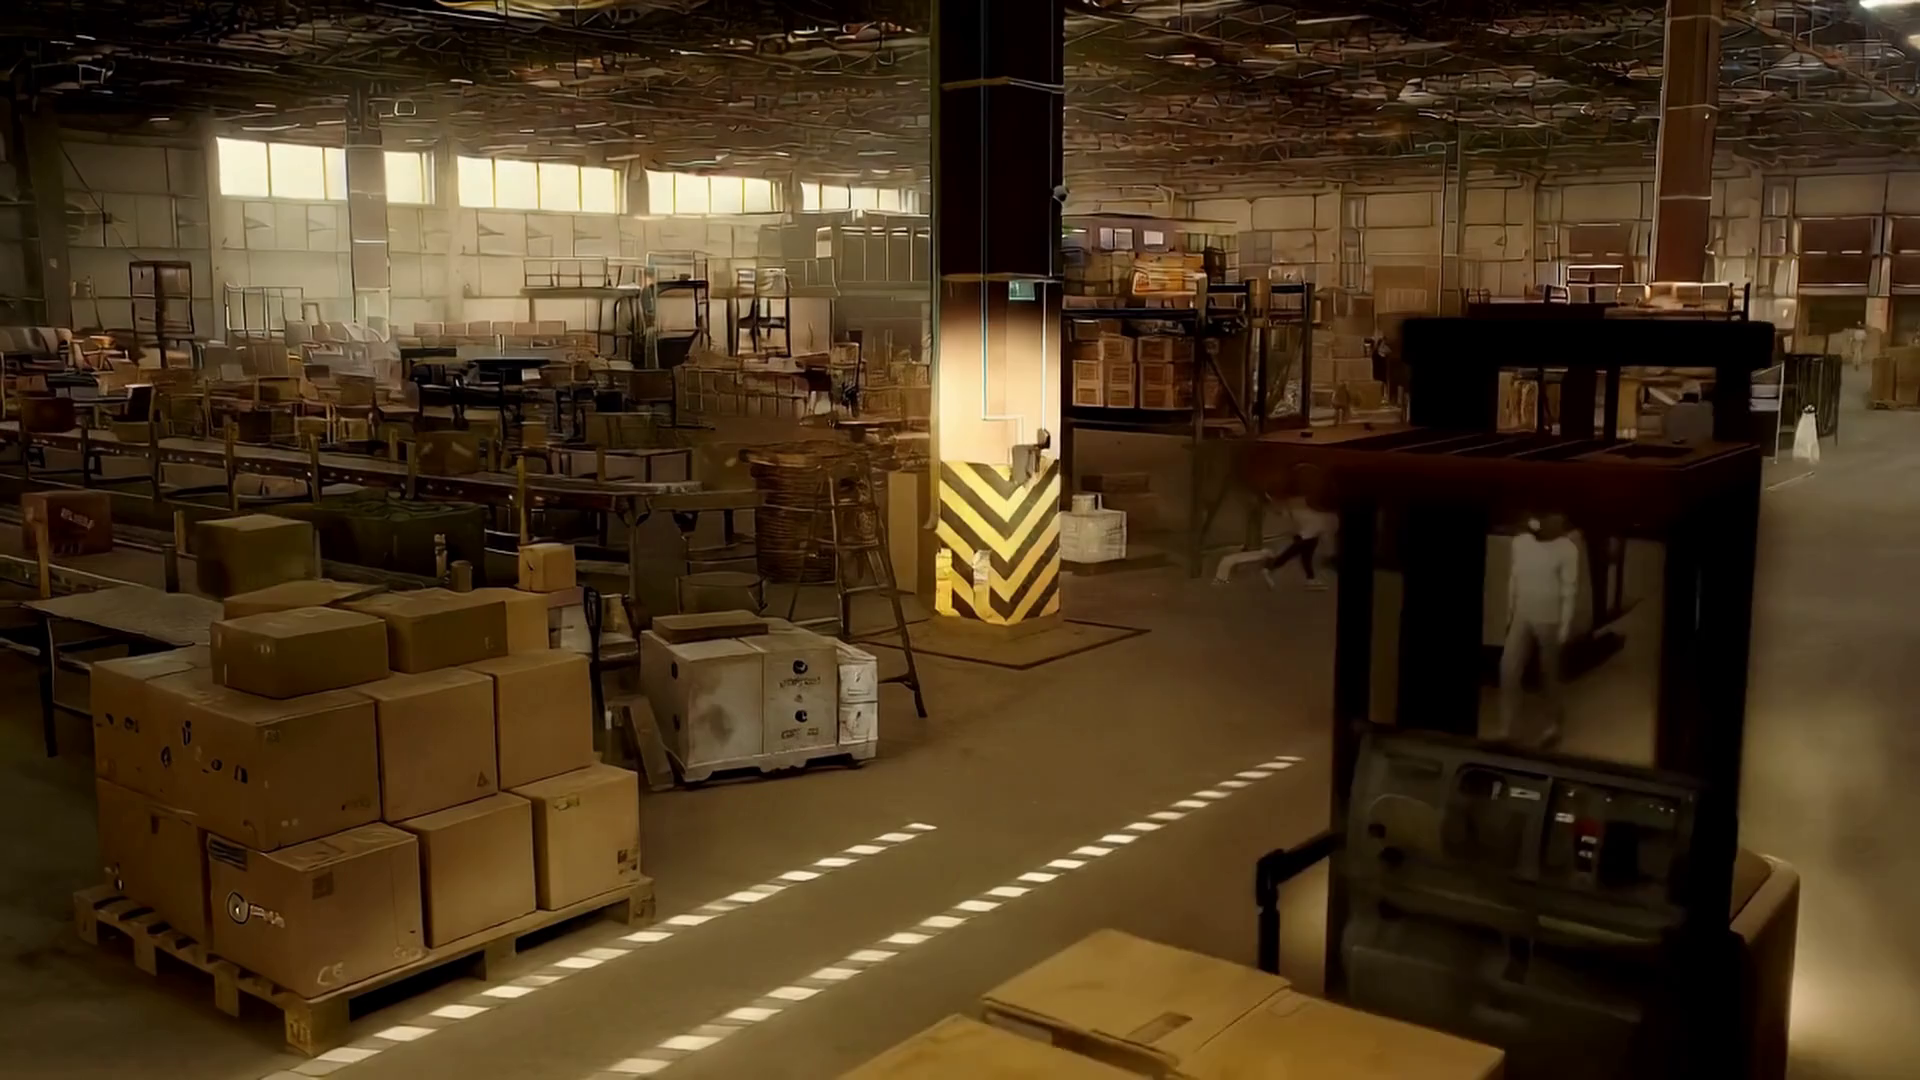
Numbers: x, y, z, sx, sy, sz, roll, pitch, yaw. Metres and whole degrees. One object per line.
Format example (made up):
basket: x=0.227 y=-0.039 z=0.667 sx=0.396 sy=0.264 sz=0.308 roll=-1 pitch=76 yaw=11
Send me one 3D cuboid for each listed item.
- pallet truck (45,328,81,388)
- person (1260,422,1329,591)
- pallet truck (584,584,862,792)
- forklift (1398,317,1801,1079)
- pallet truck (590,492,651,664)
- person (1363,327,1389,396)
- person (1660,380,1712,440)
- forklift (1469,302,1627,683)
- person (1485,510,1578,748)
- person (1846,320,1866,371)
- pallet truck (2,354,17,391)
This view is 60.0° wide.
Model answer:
pallet truck: x=-23.775 y=-4.544 z=43.495 sx=1.885 sy=1.965 sz=0.823 roll=6 pitch=10 yaw=35
person: x=3.250 y=-0.311 z=16.044 sx=0.685 sy=1.673 sz=0.535 roll=-2 pitch=9 yaw=-10
pallet truck: x=-1.426 y=0.805 z=10.019 sx=1.601 sy=1.201 sz=0.680 roll=-4 pitch=9 yaw=-26
forklift: x=1.749 y=0.747 z=4.863 sx=1.129 sy=2.768 sz=1.873 roll=6 pitch=11 yaw=37
pallet truck: x=-3.115 y=0.344 z=12.883 sx=0.653 sy=1.274 sz=1.630 roll=7 pitch=11 yaw=37
person: x=10.890 y=-4.549 z=43.381 sx=0.684 sy=2.000 sz=0.536 roll=6 pitch=11 yaw=37
person: x=9.259 y=-1.125 z=21.116 sx=0.626 sy=1.788 sz=0.889 roll=7 pitch=11 yaw=40
forklift: x=4.379 y=-0.438 z=12.852 sx=1.129 sy=2.768 sz=1.873 roll=7 pitch=11 yaw=37
person: x=3.583 y=0.547 z=10.447 sx=0.719 sy=1.602 sz=0.535 roll=-6 pitch=10 yaw=-36
person: x=33.287 y=-7.207 z=61.770 sx=0.583 sy=1.906 sz=0.487 roll=0 pitch=8 yaw=-2
pallet truck: x=-24.881 y=-4.417 z=42.634 sx=1.885 sy=1.965 sz=0.823 roll=8 pitch=11 yaw=41
